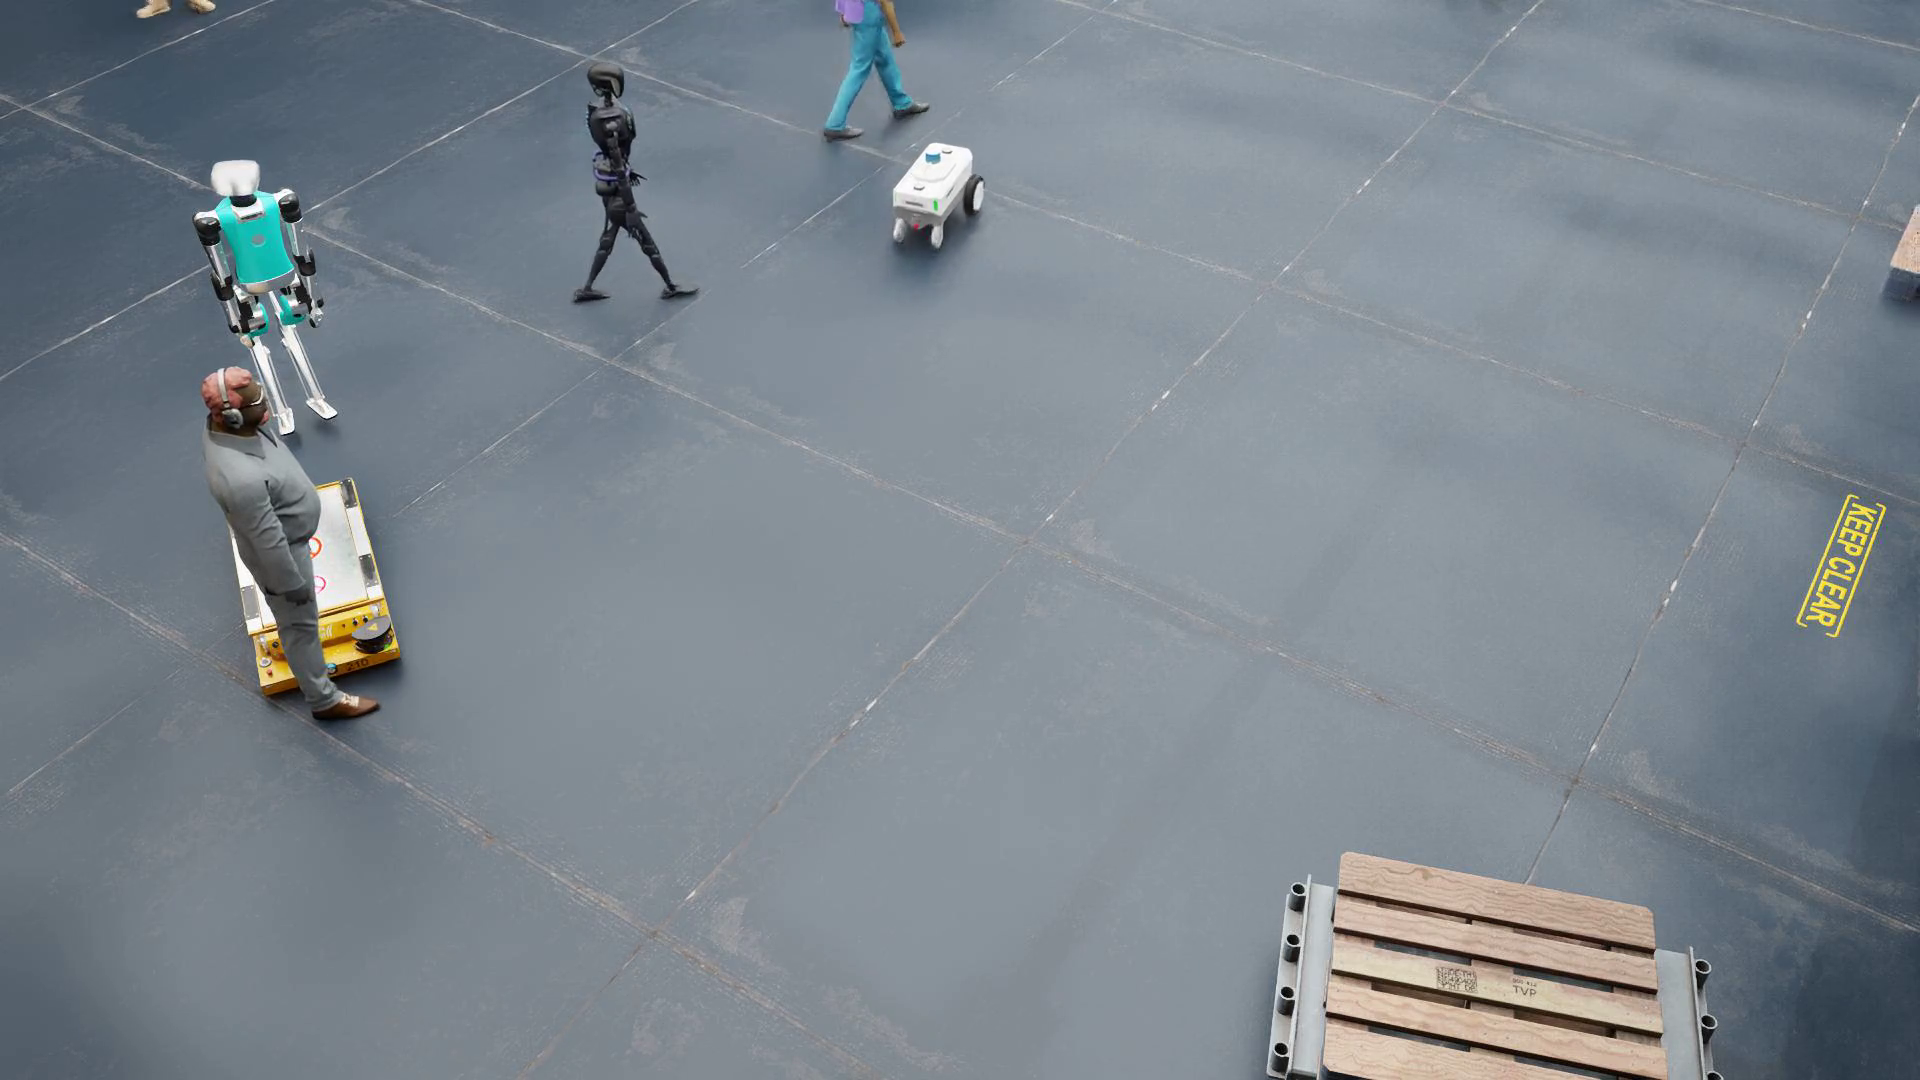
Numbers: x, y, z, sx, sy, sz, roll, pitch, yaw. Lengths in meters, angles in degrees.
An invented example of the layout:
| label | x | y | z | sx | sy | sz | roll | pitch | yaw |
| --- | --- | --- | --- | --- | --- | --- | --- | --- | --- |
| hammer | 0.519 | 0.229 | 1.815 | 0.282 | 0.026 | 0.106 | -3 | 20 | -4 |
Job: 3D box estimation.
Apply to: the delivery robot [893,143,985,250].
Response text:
| label | x | y | z | sx | sy | sz | roll | pitch | yaw |
| --- | --- | --- | --- | --- | --- | --- | --- | --- | --- |
| delivery robot | -0.175 | -2.364 | 11.209 | 0.499 | 0.592 | 0.795 | 14 | 44 | 15 |

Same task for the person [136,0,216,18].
| label | x | y | z | sx | sy | sz | roll | pitch | yaw |
| --- | --- | --- | --- | --- | --- | --- | --- | --- | --- |
| person | -6.562 | -5.034 | 13.336 | 0.624 | 1.710 | 0.302 | -4 | 42 | -5 |

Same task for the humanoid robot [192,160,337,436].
| label | x | y | z | sx | sy | sz | roll | pitch | yaw |
| --- | --- | --- | --- | --- | --- | --- | --- | --- | --- |
| humanoid robot | -3.822 | -1.382 | 9.128 | 0.533 | 1.673 | 0.735 | -24 | 47 | -25 |

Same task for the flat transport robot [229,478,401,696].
| label | x | y | z | sx | sy | sz | roll | pitch | yaw |
| --- | --- | --- | --- | --- | --- | --- | --- | --- | --- |
| flat transport robot | -3.355 | 0.180 | 8.578 | 0.659 | 0.231 | 1.431 | -16 | 44 | -18 |

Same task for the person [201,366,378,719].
| label | x | y | z | sx | sy | sz | roll | pitch | yaw |
| --- | --- | --- | --- | --- | --- | --- | --- | --- | --- |
| person | -3.058 | 0.015 | 7.534 | 0.404 | 1.909 | 0.642 | -16 | 44 | -17 |

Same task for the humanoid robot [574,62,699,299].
| label | x | y | z | sx | sy | sz | roll | pitch | yaw |
| --- | --- | --- | --- | --- | --- | --- | --- | --- | --- |
| humanoid robot | -2.088 | -2.180 | 10.208 | 0.793 | 1.630 | 0.588 | -9 | 43 | -10 |

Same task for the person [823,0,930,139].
| label | x | y | z | sx | sy | sz | roll | pitch | yaw |
| --- | --- | --- | --- | --- | --- | --- | --- | --- | --- |
| person | -0.638 | -3.745 | 11.828 | 0.909 | 1.801 | 0.576 | -18 | 45 | -19 |
